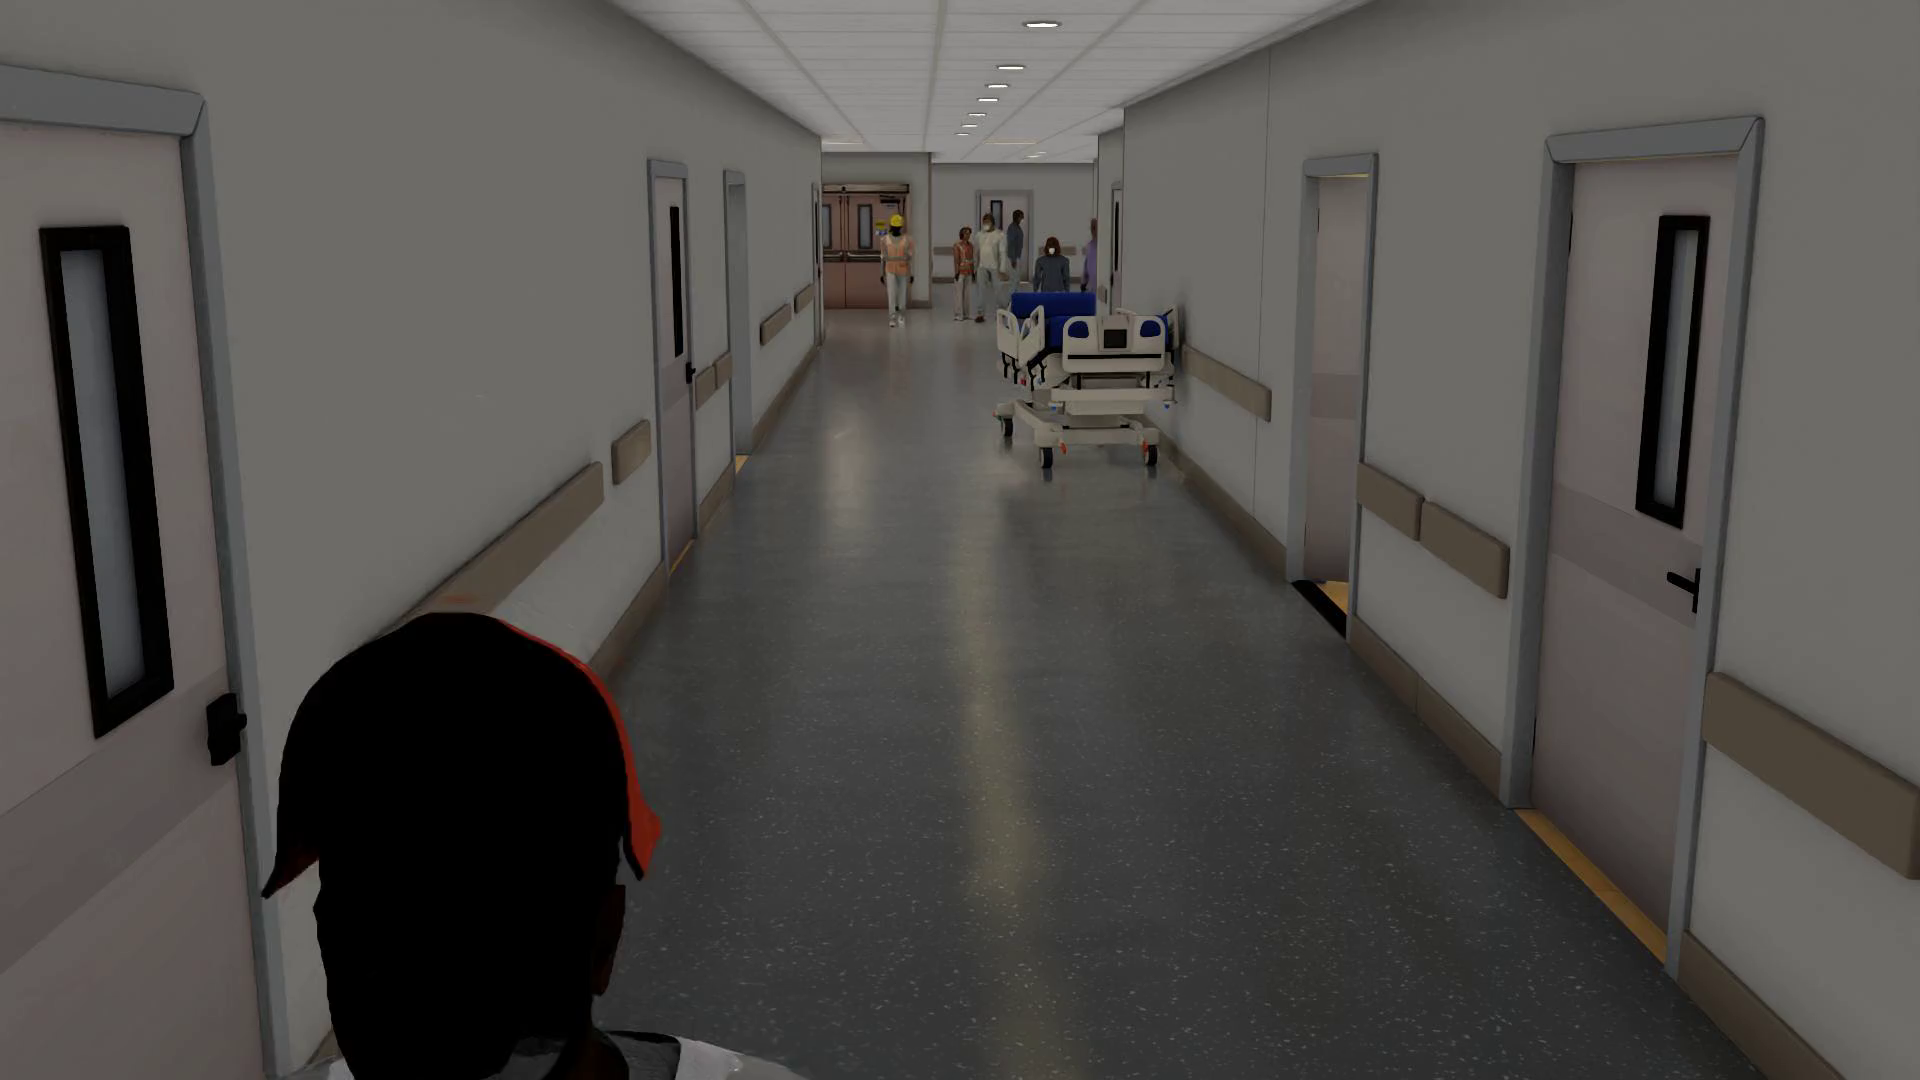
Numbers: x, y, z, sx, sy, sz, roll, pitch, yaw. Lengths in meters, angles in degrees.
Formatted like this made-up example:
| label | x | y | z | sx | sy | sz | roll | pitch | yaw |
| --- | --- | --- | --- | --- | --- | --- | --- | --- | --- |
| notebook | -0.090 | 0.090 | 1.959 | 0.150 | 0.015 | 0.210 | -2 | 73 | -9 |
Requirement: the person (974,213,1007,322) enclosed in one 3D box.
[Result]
| label | x | y | z | sx | sy | sz | roll | pitch | yaw |
| --- | --- | --- | --- | --- | --- | --- | --- | --- | --- |
| person | 0.557 | -4.777 | 29.169 | 0.631 | 1.894 | 1.009 | 5 | 13 | 23 |

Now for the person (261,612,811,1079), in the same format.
| label | x | y | z | sx | sy | sz | roll | pitch | yaw |
| --- | --- | --- | --- | --- | --- | --- | --- | --- | --- |
| person | -0.271 | 0.967 | 1.177 | 0.564 | 1.884 | 0.986 | 0 | 12 | 0 |

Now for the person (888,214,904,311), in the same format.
| label | x | y | z | sx | sy | sz | roll | pitch | yaw |
| --- | --- | --- | --- | --- | --- | --- | --- | --- | --- |
| person | -1.206 | -5.292 | 31.790 | 0.404 | 1.834 | 0.592 | 1 | 12 | 4 |

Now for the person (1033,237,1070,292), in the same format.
| label | x | y | z | sx | sy | sz | roll | pitch | yaw |
| --- | --- | --- | --- | --- | --- | --- | --- | --- | --- |
| person | 1.322 | -3.562 | 23.946 | 0.513 | 1.593 | 0.839 | 3 | 12 | 14 |

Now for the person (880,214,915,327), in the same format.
| label | x | y | z | sx | sy | sz | roll | pitch | yaw |
| --- | --- | --- | --- | --- | --- | --- | --- | --- | --- |
| person | -1.056 | -4.564 | 28.146 | 0.587 | 1.883 | 0.954 | 0 | 12 | 1 |

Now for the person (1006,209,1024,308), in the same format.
| label | x | y | z | sx | sy | sz | roll | pitch | yaw |
| --- | --- | --- | --- | --- | --- | --- | --- | --- | --- |
| person | 1.090 | -5.520 | 32.676 | 0.375 | 1.928 | 0.639 | 3 | 12 | 13 |

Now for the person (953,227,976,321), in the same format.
| label | x | y | z | sx | sy | sz | roll | pitch | yaw |
| --- | --- | --- | --- | --- | --- | --- | --- | --- | --- |
| person | 0.078 | -4.702 | 29.384 | 0.315 | 1.641 | 0.515 | 11 | 16 | 42 |
